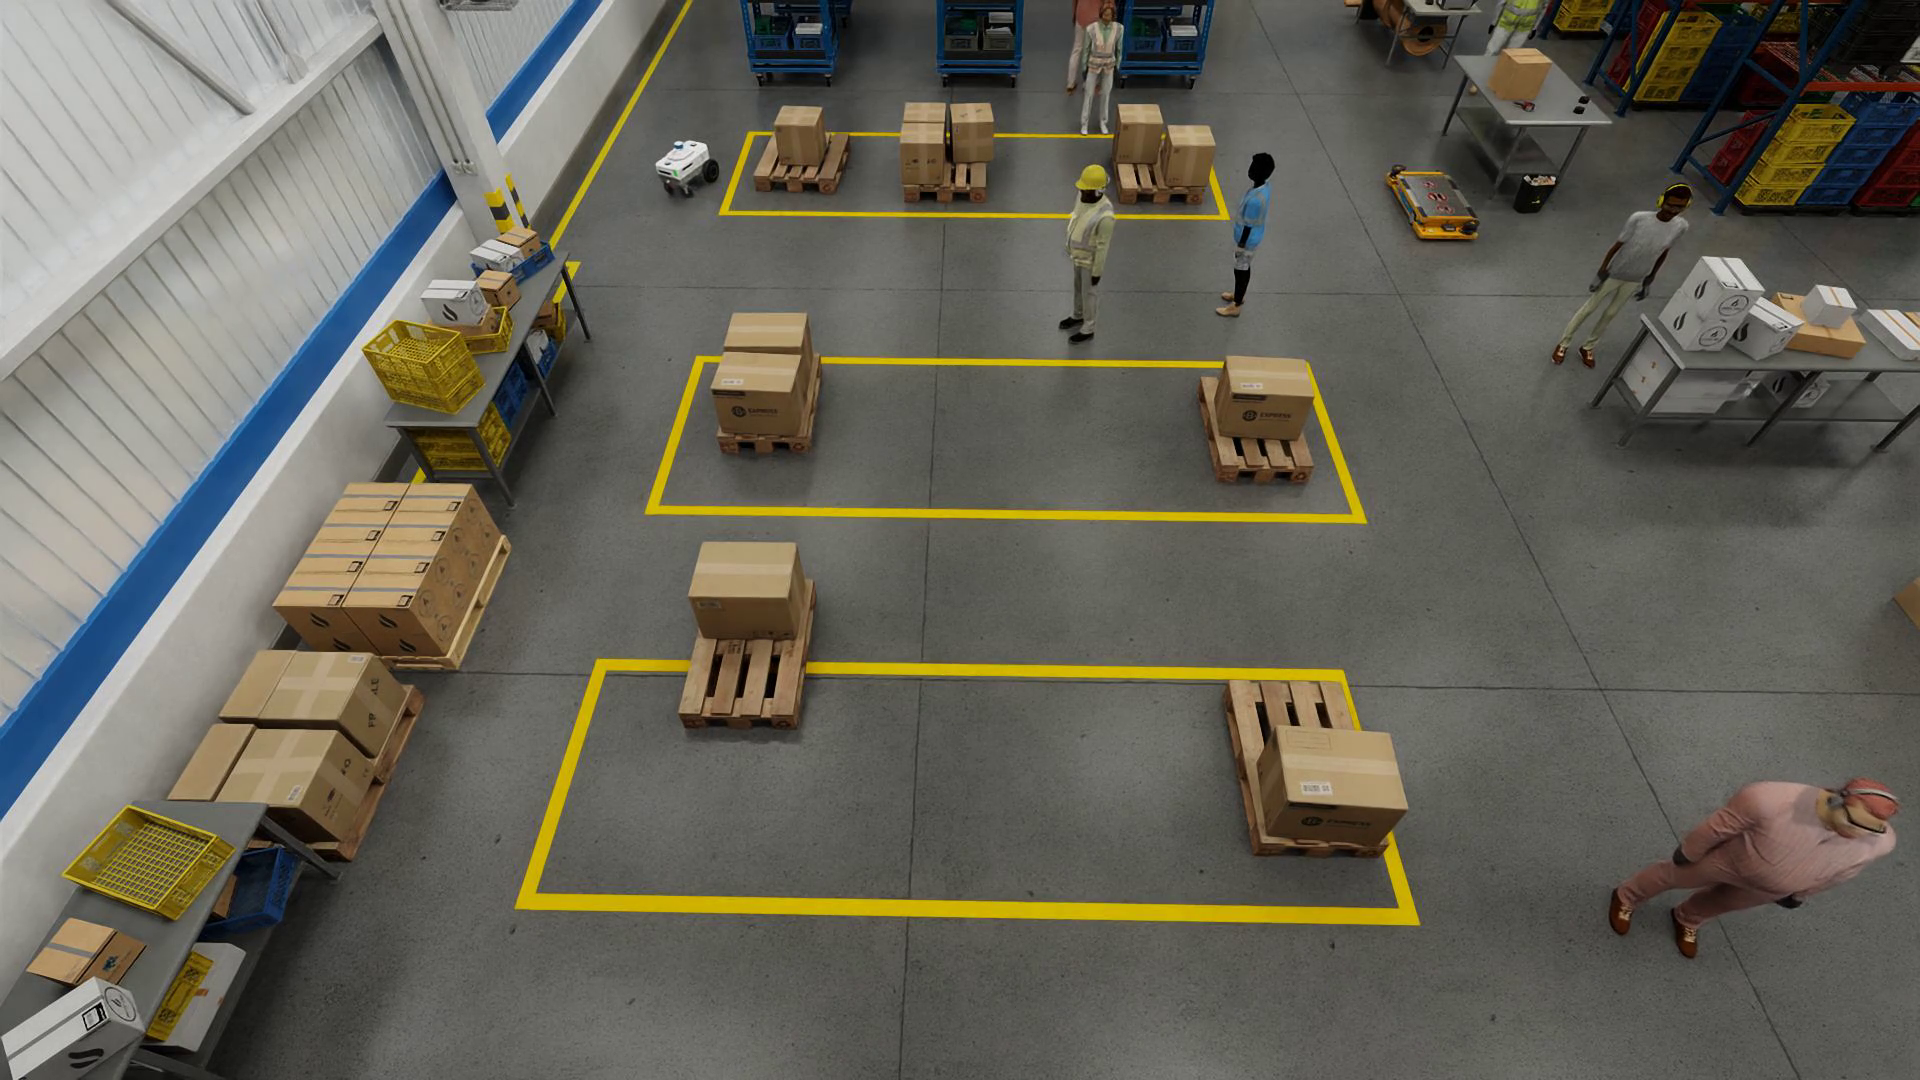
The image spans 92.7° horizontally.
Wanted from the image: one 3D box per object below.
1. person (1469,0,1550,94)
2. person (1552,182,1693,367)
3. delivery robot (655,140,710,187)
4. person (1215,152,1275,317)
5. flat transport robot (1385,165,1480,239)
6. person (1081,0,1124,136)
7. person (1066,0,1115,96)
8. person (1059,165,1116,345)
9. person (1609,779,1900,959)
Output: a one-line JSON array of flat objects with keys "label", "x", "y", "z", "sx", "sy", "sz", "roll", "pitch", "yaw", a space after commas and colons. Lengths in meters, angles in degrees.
[{"label": "person", "x": 7.648, "y": -7.101, "z": 12.631, "sx": 0.634, "sy": 1.839, "sz": 0.429, "roll": 15, "pitch": 51, "yaw": 13}, {"label": "person", "x": 6.228, "y": -2.452, "z": 8.586, "sx": 0.518, "sy": 1.874, "sz": 0.329, "roll": 12, "pitch": 50, "yaw": 10}, {"label": "delivery robot", "x": -3.420, "y": -4.662, "z": 11.304, "sx": 0.477, "sy": 0.478, "sz": 0.707, "roll": 20, "pitch": 52, "yaw": 16}, {"label": "person", "x": 2.889, "y": -3.061, "z": 9.232, "sx": 0.319, "sy": 1.688, "sz": 0.532, "roll": 18, "pitch": 51, "yaw": 15}, {"label": "flat transport robot", "x": 5.692, "y": -4.094, "z": 11.059, "sx": 0.652, "sy": 0.197, "sz": 1.431, "roll": 1, "pitch": 49, "yaw": 1}, {"label": "person", "x": 1.829, "y": -6.119, "z": 11.918, "sx": 0.508, "sy": 1.631, "sz": 0.312, "roll": -2, "pitch": 49, "yaw": -2}, {"label": "person", "x": 1.814, "y": -7.167, "z": 12.605, "sx": 0.646, "sy": 1.971, "sz": 0.435, "roll": 29, "pitch": 55, "yaw": 23}, {"label": "person", "x": 1.225, "y": -2.764, "z": 8.888, "sx": 0.403, "sy": 1.824, "sz": 0.597, "roll": -15, "pitch": 51, "yaw": -12}, {"label": "person", "x": 4.242, "y": 1.767, "z": 4.921, "sx": 0.647, "sy": 1.900, "sz": 0.395, "roll": 19, "pitch": 52, "yaw": 15}]
